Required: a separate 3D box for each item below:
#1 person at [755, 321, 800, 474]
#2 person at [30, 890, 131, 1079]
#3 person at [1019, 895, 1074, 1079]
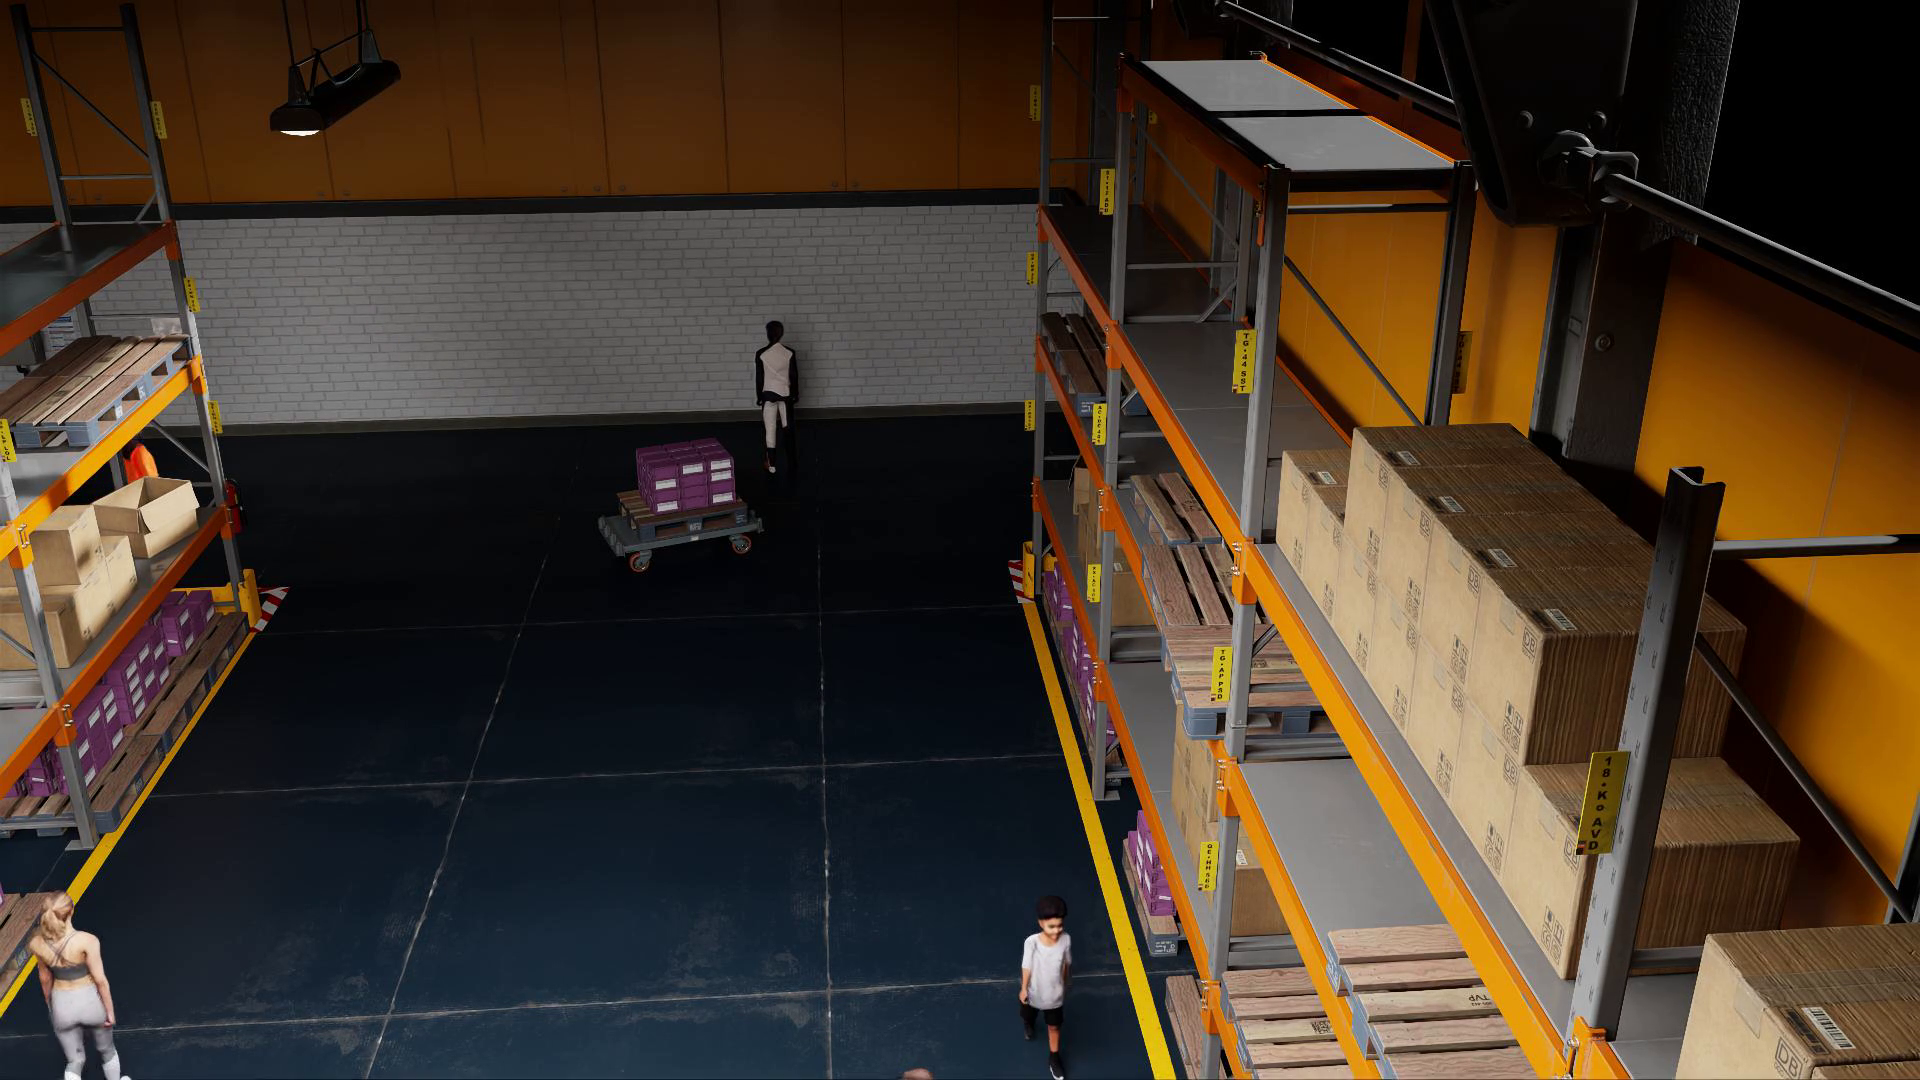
[{"bbox_3d":[-2.245,-1.766,20.433,0.722,1.895,0.632,-6,24,-13],"label":"person"},{"bbox_3d":[-5.345,2.892,10.037,0.608,1.687,0.994,-3,24,-8],"label":"person"},{"bbox_3d":[0.537,2.826,10.738,0.505,1.248,0.758,-3,24,-7],"label":"person"}]
